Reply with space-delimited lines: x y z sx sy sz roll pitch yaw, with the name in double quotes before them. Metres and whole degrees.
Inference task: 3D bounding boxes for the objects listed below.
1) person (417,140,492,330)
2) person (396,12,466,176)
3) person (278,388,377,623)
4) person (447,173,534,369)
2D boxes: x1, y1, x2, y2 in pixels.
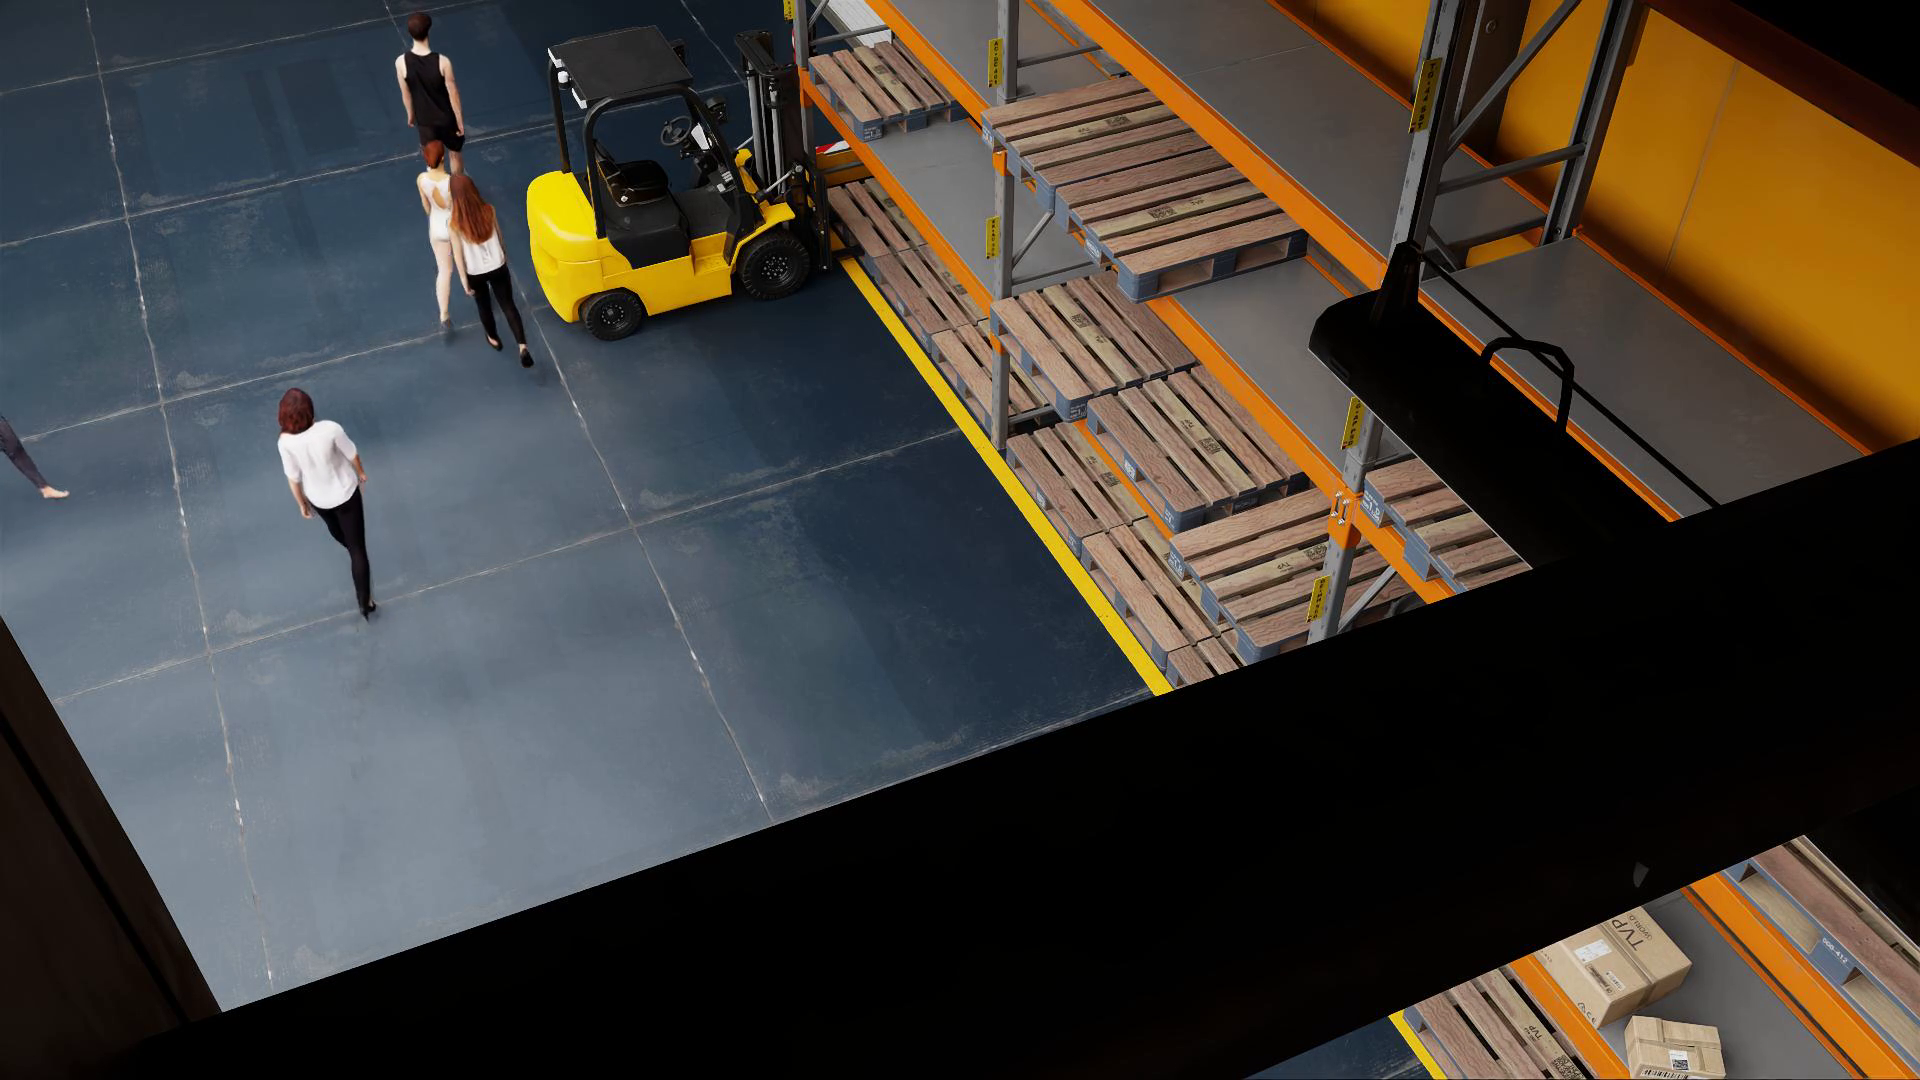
"person" -4.204 -2.484 13.624 0.846 1.615 1.072 2 44 2
"person" -4.652 -3.685 14.701 0.874 1.868 1.151 -6 44 -6
"person" -4.174 -0.196 11.138 0.779 1.731 1.187 -9 44 -10
"person" -3.709 -2.095 13.151 0.622 1.702 0.994 -22 48 -21
